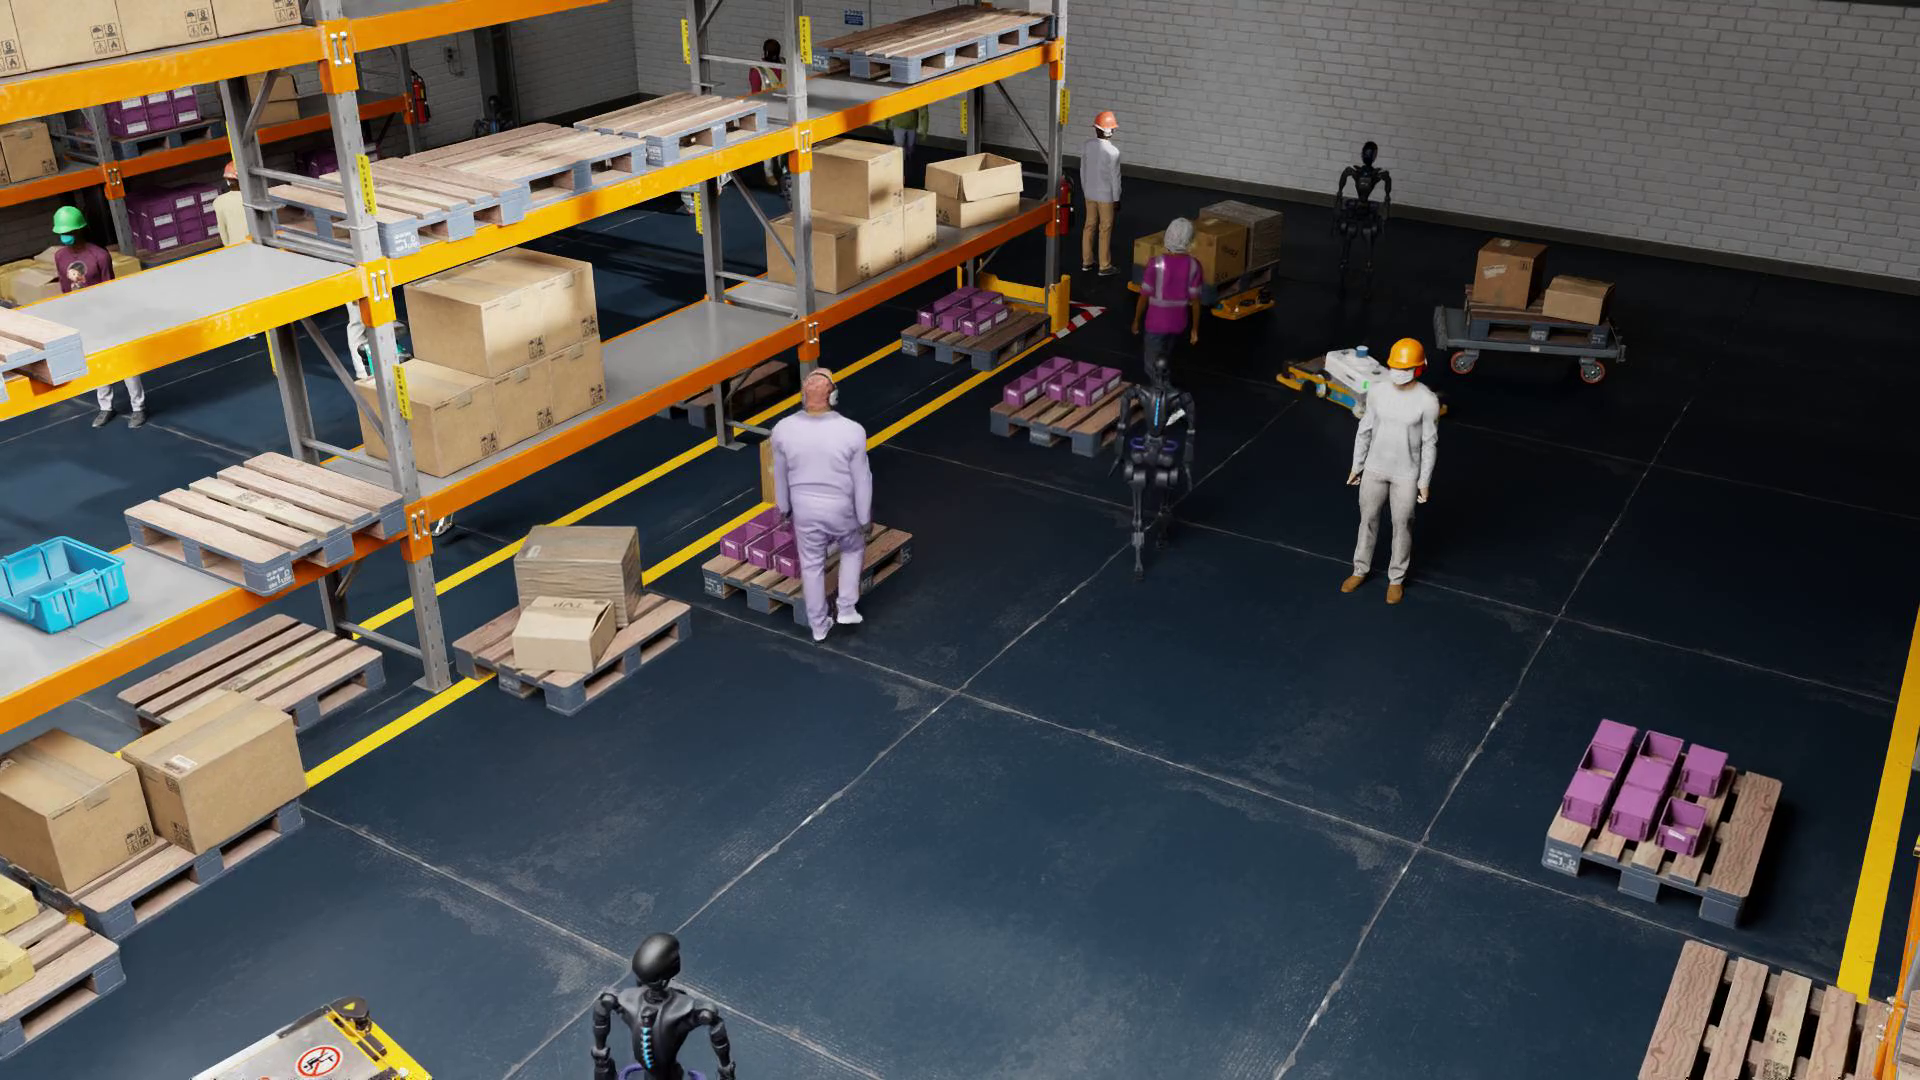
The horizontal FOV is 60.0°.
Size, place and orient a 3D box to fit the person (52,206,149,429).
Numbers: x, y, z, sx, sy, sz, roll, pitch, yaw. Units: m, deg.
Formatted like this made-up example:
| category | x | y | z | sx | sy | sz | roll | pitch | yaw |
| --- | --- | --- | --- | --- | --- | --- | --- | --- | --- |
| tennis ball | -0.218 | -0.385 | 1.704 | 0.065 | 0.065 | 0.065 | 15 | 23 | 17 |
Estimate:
| category | x | y | z | sx | sy | sz | roll | pitch | yaw |
| --- | --- | --- | --- | --- | --- | --- | --- | --- | --- |
| person | -7.301 | -1.882 | 14.066 | 0.484 | 1.943 | 0.433 | 2 | 27 | 3 |

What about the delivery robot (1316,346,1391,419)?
| category | x | y | z | sx | sy | sz | roll | pitch | yaw |
| --- | --- | --- | --- | --- | --- | --- | --- | --- | --- |
| delivery robot | 3.521 | -1.427 | 14.677 | 0.514 | 0.580 | 0.738 | -9 | 28 | -16 |

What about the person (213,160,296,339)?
| category | x | y | z | sx | sy | sz | roll | pitch | yaw |
| --- | --- | --- | --- | --- | --- | --- | --- | --- | --- |
| person | -6.832 | -2.794 | 16.062 | 0.560 | 1.750 | 0.326 | 5 | 27 | 11 |

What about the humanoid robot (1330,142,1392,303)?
| category | x | y | z | sx | sy | sz | roll | pitch | yaw |
| --- | --- | --- | --- | --- | --- | --- | --- | --- | --- |
| humanoid robot | 4.111 | -3.277 | 17.103 | 0.586 | 1.637 | 0.481 | 8 | 28 | 15 |

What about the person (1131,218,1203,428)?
| category | x | y | z | sx | sy | sz | roll | pitch | yaw |
| --- | --- | --- | --- | --- | --- | --- | --- | --- | --- |
| person | 1.772 | -1.841 | 14.120 | 0.521 | 1.804 | 0.663 | -9 | 28 | -17 |

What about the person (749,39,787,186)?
| category | x | y | z | sx | sy | sz | roll | pitch | yaw |
| --- | --- | --- | --- | --- | --- | --- | --- | --- | --- |
| person | -2.361 | -5.471 | 21.257 | 0.635 | 1.832 | 0.430 | -22 | 34 | -36 |

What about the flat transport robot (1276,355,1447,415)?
| category | x | y | z | sx | sy | sz | roll | pitch | yaw |
| --- | --- | --- | --- | --- | --- | --- | --- | --- | --- |
| flat transport robot | 3.578 | -1.353 | 14.863 | 0.659 | 0.231 | 1.431 | -18 | 32 | -31 |

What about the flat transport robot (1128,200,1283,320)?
| category | x | y | z | sx | sy | sz | roll | pitch | yaw |
| --- | --- | --- | --- | --- | --- | --- | --- | --- | --- |
| flat transport robot | 2.504 | -2.601 | 17.323 | 0.659 | 0.231 | 1.431 | -24 | 35 | -38 |

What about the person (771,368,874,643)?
| category | x | y | z | sx | sy | sz | roll | pitch | yaw |
| --- | --- | --- | --- | --- | --- | --- | --- | --- | --- |
| person | -0.867 | -0.233 | 10.858 | 0.670 | 1.892 | 0.525 | 5 | 27 | 9 |

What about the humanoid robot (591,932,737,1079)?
| category | x | y | z | sx | sy | sz | roll | pitch | yaw |
| --- | --- | --- | --- | --- | --- | --- | --- | --- | --- |
| humanoid robot | -1.120 | 2.154 | 6.394 | 0.608 | 1.655 | 0.413 | 4 | 27 | 8 |

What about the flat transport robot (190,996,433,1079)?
| category | x | y | z | sx | sy | sz | roll | pitch | yaw |
| --- | --- | --- | --- | --- | --- | --- | --- | --- | --- |
| flat transport robot | -3.093 | 2.538 | 7.197 | 0.659 | 0.231 | 1.431 | 23 | 35 | 37 |

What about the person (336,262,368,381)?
| category | x | y | z | sx | sy | sz | roll | pitch | yaw |
| --- | --- | --- | --- | --- | --- | --- | --- | --- | --- |
| person | -5.399 | -2.335 | 14.956 | 0.353 | 1.937 | 0.634 | -1 | 27 | -1 |

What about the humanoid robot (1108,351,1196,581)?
| category | x | y | z | sx | sy | sz | roll | pitch | yaw |
| --- | --- | --- | --- | --- | --- | --- | --- | --- | --- |
| humanoid robot | 1.362 | -0.575 | 11.831 | 0.609 | 1.622 | 0.787 | 4 | 27 | 7 |

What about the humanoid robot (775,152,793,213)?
| category | x | y | z | sx | sy | sz | roll | pitch | yaw |
| --- | --- | --- | --- | --- | --- | --- | --- | --- | --- |
| humanoid robot | -1.662 | -3.157 | 16.891 | 0.475 | 1.646 | 0.610 | -2 | 27 | -5 |

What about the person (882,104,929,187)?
| category | x | y | z | sx | sy | sz | roll | pitch | yaw |
| --- | --- | --- | --- | --- | --- | --- | --- | --- | --- |
| person | -0.652 | -5.108 | 20.787 | 0.569 | 1.592 | 0.634 | -11 | 29 | -21 |

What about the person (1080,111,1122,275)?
| category | x | y | z | sx | sy | sz | roll | pitch | yaw |
| --- | --- | --- | --- | --- | --- | --- | --- | --- | --- |
| person | 1.534 | -3.738 | 17.923 | 0.329 | 1.751 | 0.562 | -21 | 34 | -36 |

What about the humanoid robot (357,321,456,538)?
| category | x | y | z | sx | sy | sz | roll | pitch | yaw |
| --- | --- | --- | --- | --- | --- | --- | --- | --- | --- |
| humanoid robot | -3.886 | -0.858 | 12.118 | 0.533 | 1.677 | 0.735 | 16 | 31 | 29 |

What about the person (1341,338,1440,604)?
| category | x | y | z | sx | sy | sz | roll | pitch | yaw |
| --- | --- | --- | --- | --- | --- | --- | --- | --- | --- |
| person | 2.947 | -0.478 | 11.345 | 0.562 | 1.896 | 0.356 | 15 | 30 | 27 |

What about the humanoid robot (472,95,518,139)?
| category | x | y | z | sx | sy | sz | roll | pitch | yaw |
| --- | --- | --- | --- | --- | --- | --- | --- | --- | --- |
| humanoid robot | -5.324 | -4.279 | 19.146 | 0.607 | 1.646 | 0.785 | -6 | 28 | -12 |
